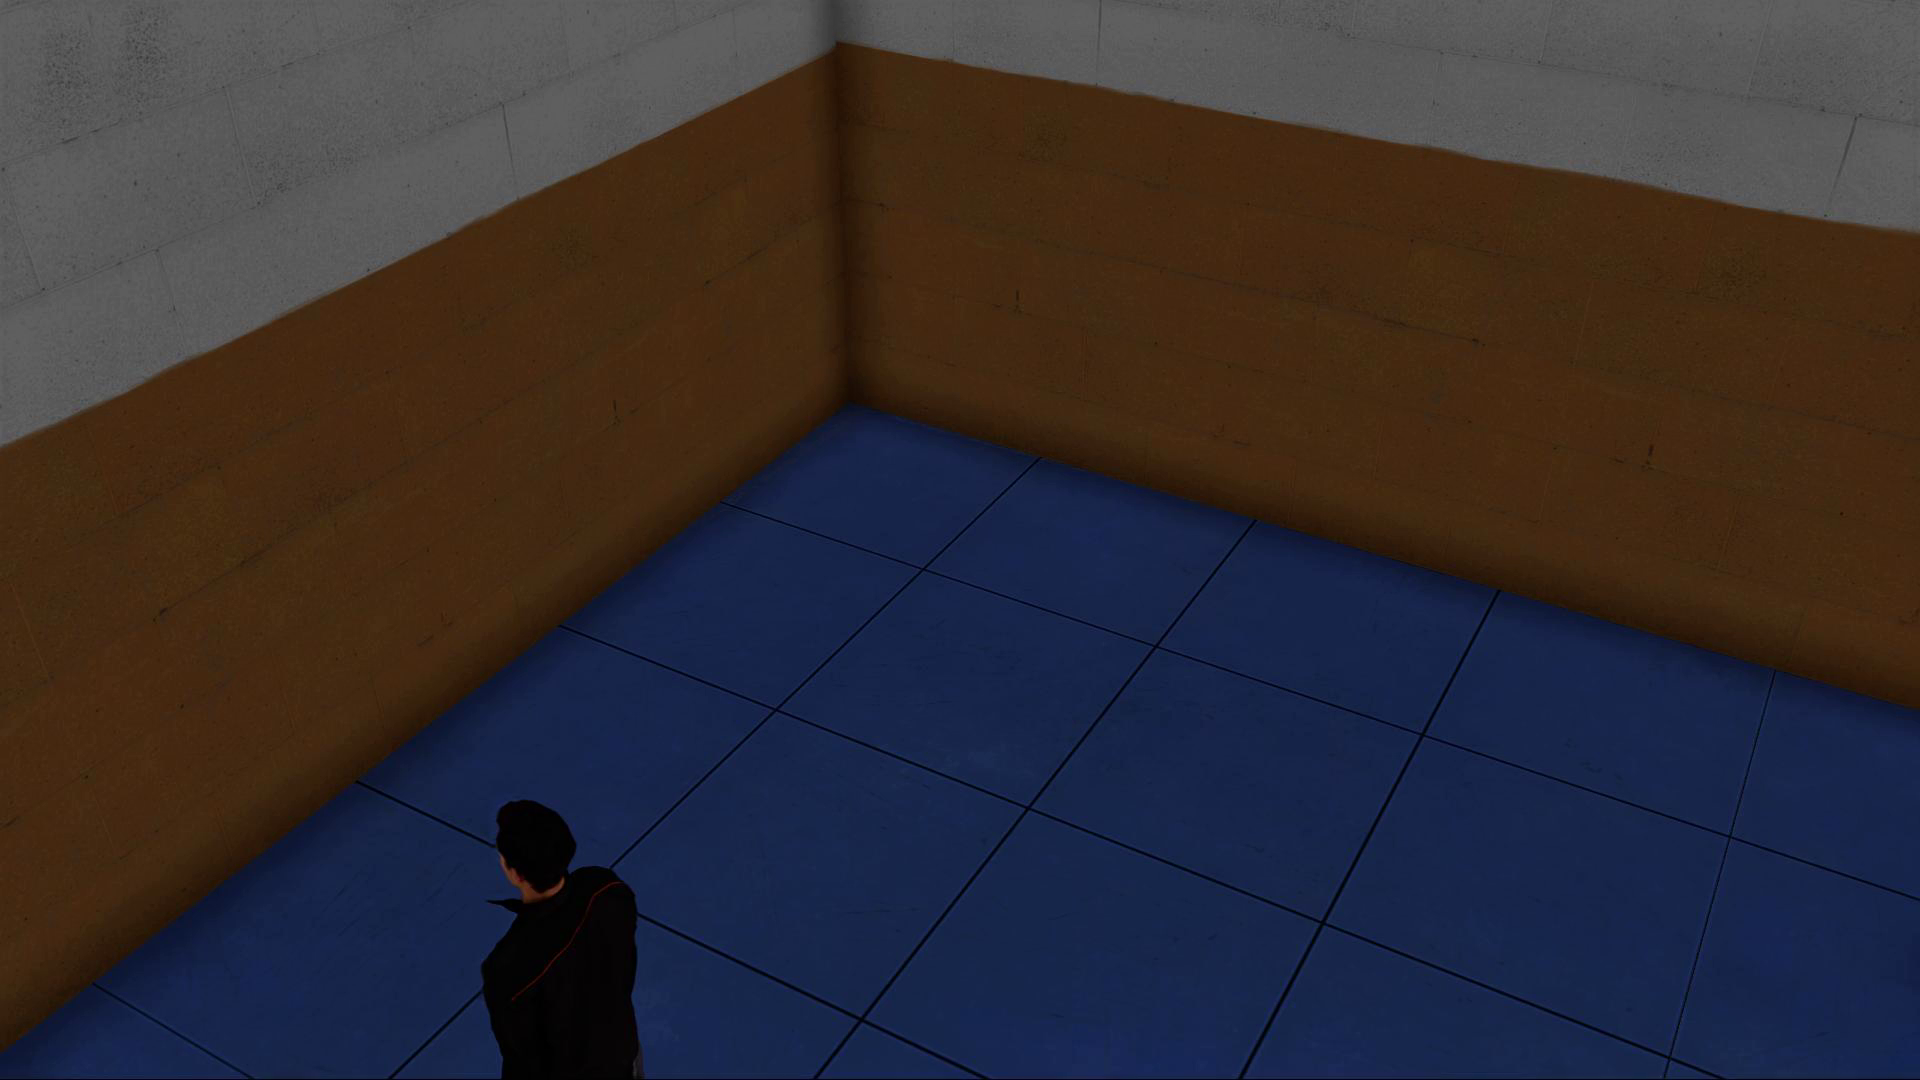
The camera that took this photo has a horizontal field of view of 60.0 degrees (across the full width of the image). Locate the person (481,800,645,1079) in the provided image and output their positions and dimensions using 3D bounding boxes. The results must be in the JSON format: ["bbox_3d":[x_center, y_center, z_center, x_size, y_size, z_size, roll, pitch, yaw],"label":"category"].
[{"bbox_3d":[-1.122,1.521,4.912,0.757,1.946,0.520,16,37,23],"label":"person"}]
